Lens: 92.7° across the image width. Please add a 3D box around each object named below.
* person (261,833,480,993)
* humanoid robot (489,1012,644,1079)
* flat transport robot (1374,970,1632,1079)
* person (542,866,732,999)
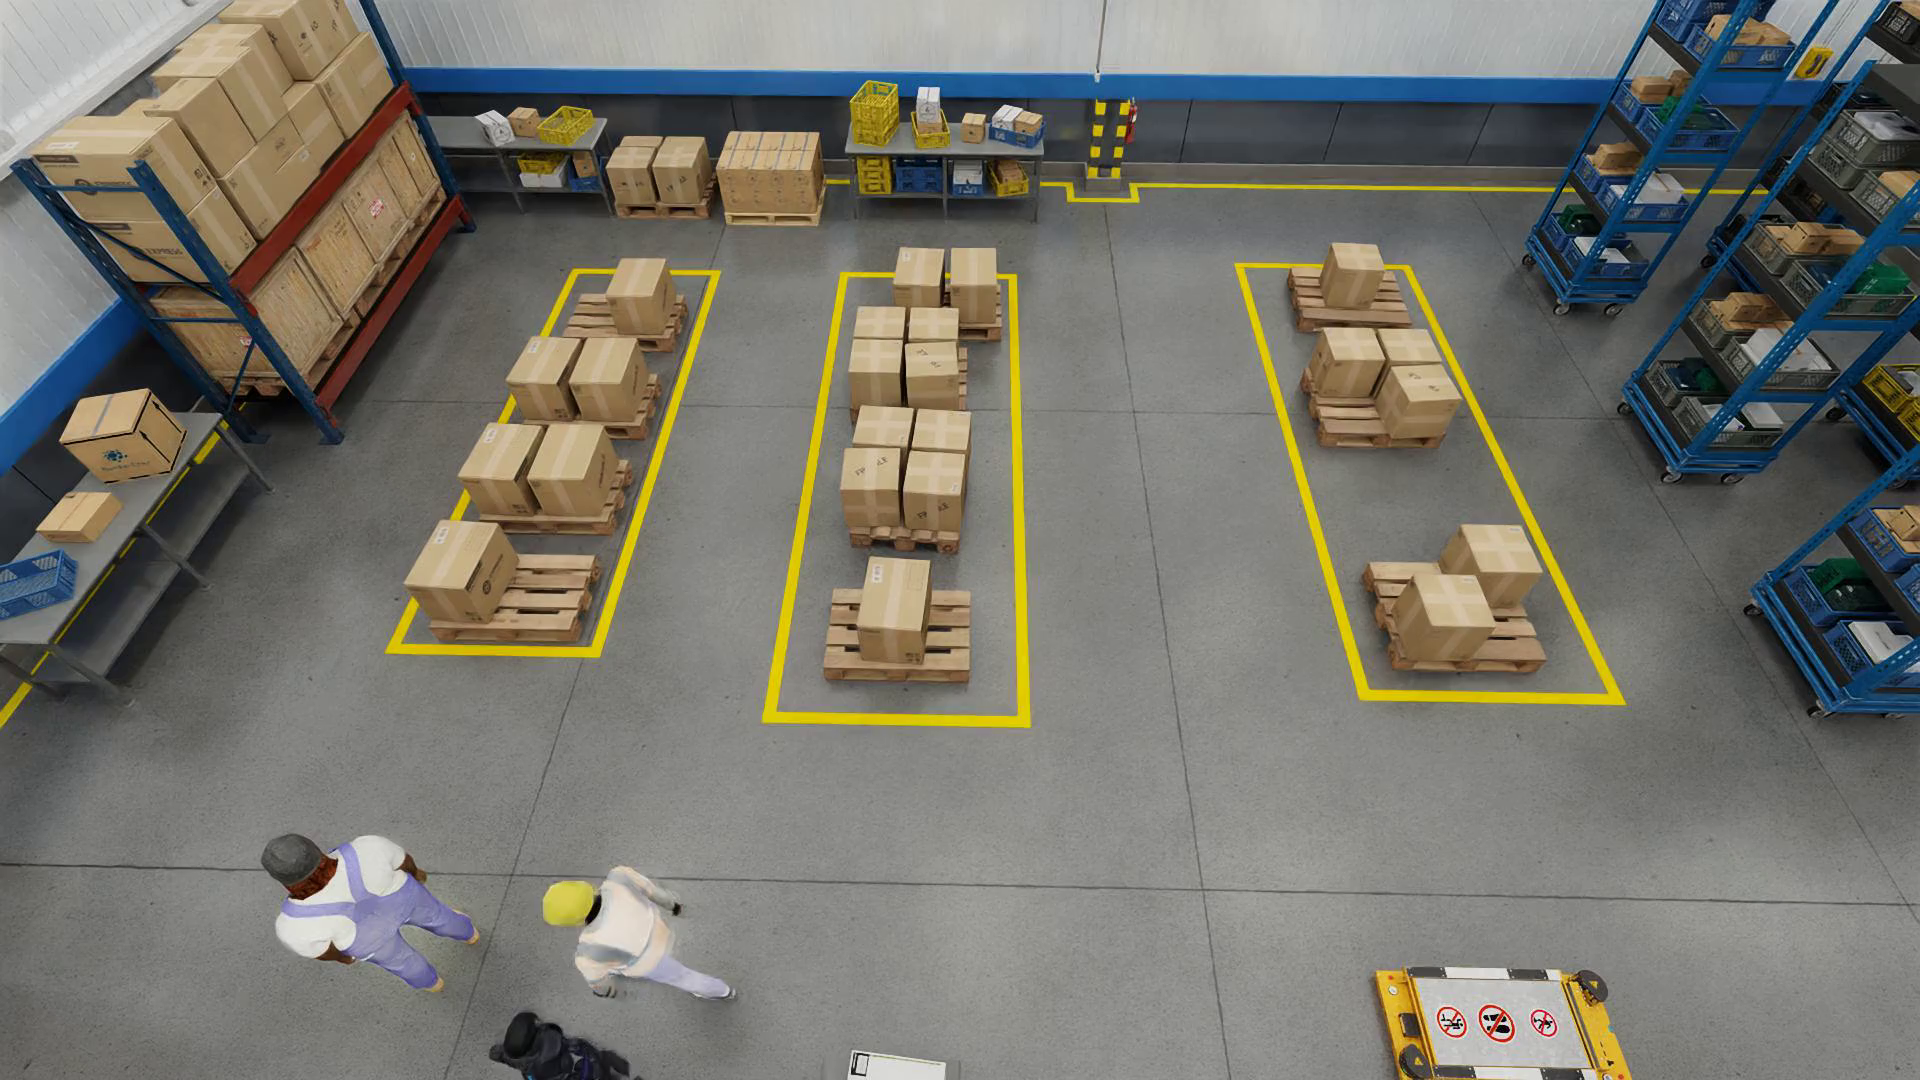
[{"bbox_3d":[-3.571,2.224,5.531,0.539,2.000,0.682,21,54,17],"label":"person"},{"bbox_3d":[-2.214,2.978,5.153,0.599,1.652,0.365,-5,51,-4],"label":"humanoid robot"},{"bbox_3d":[3.501,3.133,5.914,1.431,0.197,0.652,1,51,1],"label":"flat transport robot"},{"bbox_3d":[-1.987,2.414,5.481,0.969,1.867,0.592,2,51,2],"label":"person"}]
